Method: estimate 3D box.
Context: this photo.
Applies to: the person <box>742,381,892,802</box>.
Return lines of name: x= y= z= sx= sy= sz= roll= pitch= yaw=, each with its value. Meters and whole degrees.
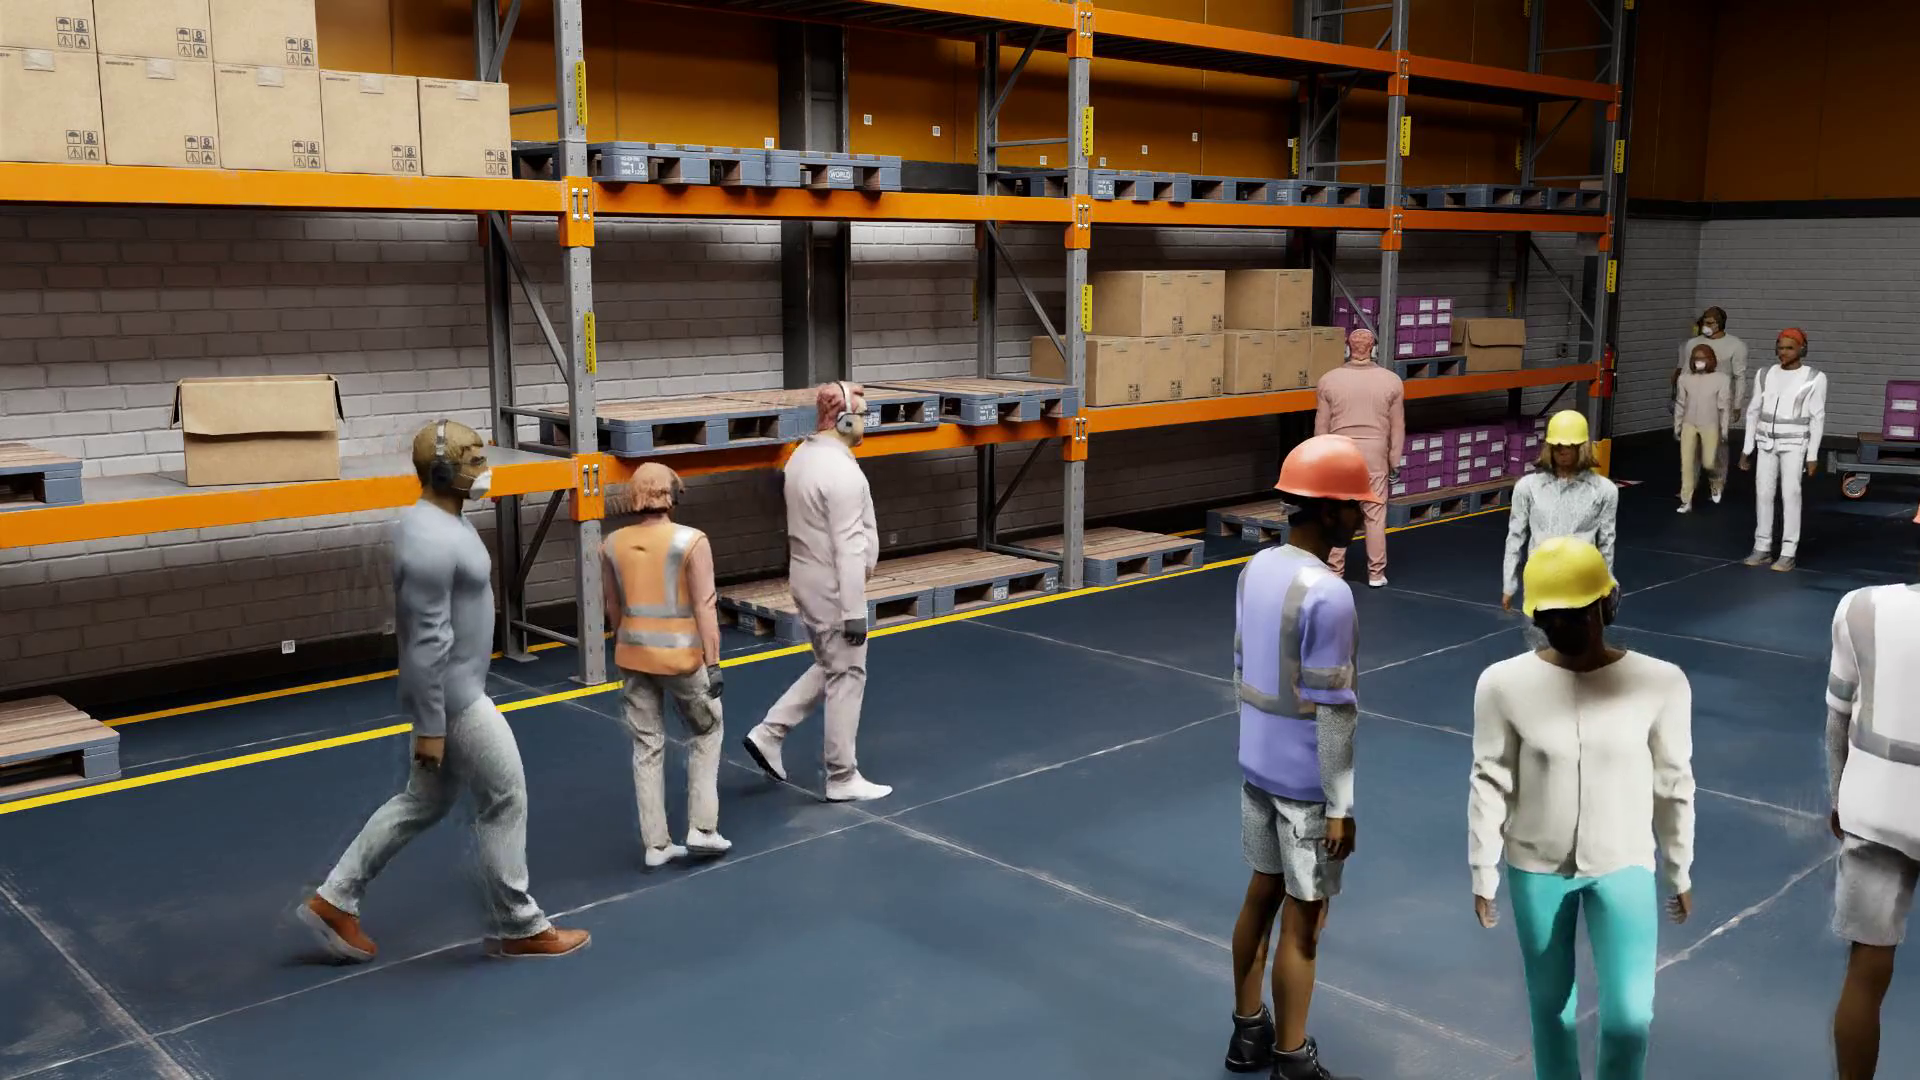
person: x=-0.620 y=0.244 z=7.366 sx=0.540 sy=1.893 sz=0.657 roll=-4 pitch=11 yaw=-23

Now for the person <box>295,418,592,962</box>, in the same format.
person: x=-1.809 y=0.532 z=5.643 sx=0.946 sy=1.907 sz=0.638 roll=-2 pitch=10 yaw=-14

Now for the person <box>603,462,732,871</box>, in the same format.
person: x=-1.158 y=0.499 z=6.647 sx=0.583 sy=1.608 sz=0.494 roll=4 pitch=11 yaw=23

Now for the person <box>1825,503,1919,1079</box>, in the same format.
person: x=2.627 y=0.730 z=4.468 sx=0.551 sy=1.904 sz=0.898 roll=9 pitch=13 yaw=42

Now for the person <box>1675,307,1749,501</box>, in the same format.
person: x=7.470 y=-1.348 z=16.545 sx=0.352 sy=1.933 sz=0.634 roll=-9 pitch=13 yaw=-42

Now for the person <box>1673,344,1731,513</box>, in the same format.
person: x=7.060 y=-1.066 z=15.818 sx=0.516 sy=1.610 sz=0.549 roll=8 pitch=13 yaw=40

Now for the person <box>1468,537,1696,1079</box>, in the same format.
person: x=1.564 y=0.850 z=4.214 sx=0.551 sy=1.736 sz=0.519 roll=3 pitch=10 yaw=18

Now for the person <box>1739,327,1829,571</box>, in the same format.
person: x=6.396 y=-0.707 z=12.944 sx=0.363 sy=1.883 sz=0.582 roll=-7 pitch=12 yaw=-34

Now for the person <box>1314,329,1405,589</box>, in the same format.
person: x=2.921 y=-0.592 z=12.204 sx=0.651 sy=1.904 sz=0.403 roll=2 pitch=10 yaw=11

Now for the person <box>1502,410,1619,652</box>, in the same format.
person: x=2.929 y=0.202 z=8.136 sx=0.496 sy=1.706 sz=0.867 roll=5 pitch=11 yaw=26

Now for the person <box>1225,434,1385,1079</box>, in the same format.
person: x=0.999 y=0.660 z=4.783 sx=0.377 sy=1.932 sz=0.552 roll=-3 pitch=10 yaw=-16

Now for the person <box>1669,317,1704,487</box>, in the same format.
person: x=7.901 y=-1.497 z=17.797 sx=0.516 sy=1.821 sz=0.970 roll=6 pitch=11 yaw=30
